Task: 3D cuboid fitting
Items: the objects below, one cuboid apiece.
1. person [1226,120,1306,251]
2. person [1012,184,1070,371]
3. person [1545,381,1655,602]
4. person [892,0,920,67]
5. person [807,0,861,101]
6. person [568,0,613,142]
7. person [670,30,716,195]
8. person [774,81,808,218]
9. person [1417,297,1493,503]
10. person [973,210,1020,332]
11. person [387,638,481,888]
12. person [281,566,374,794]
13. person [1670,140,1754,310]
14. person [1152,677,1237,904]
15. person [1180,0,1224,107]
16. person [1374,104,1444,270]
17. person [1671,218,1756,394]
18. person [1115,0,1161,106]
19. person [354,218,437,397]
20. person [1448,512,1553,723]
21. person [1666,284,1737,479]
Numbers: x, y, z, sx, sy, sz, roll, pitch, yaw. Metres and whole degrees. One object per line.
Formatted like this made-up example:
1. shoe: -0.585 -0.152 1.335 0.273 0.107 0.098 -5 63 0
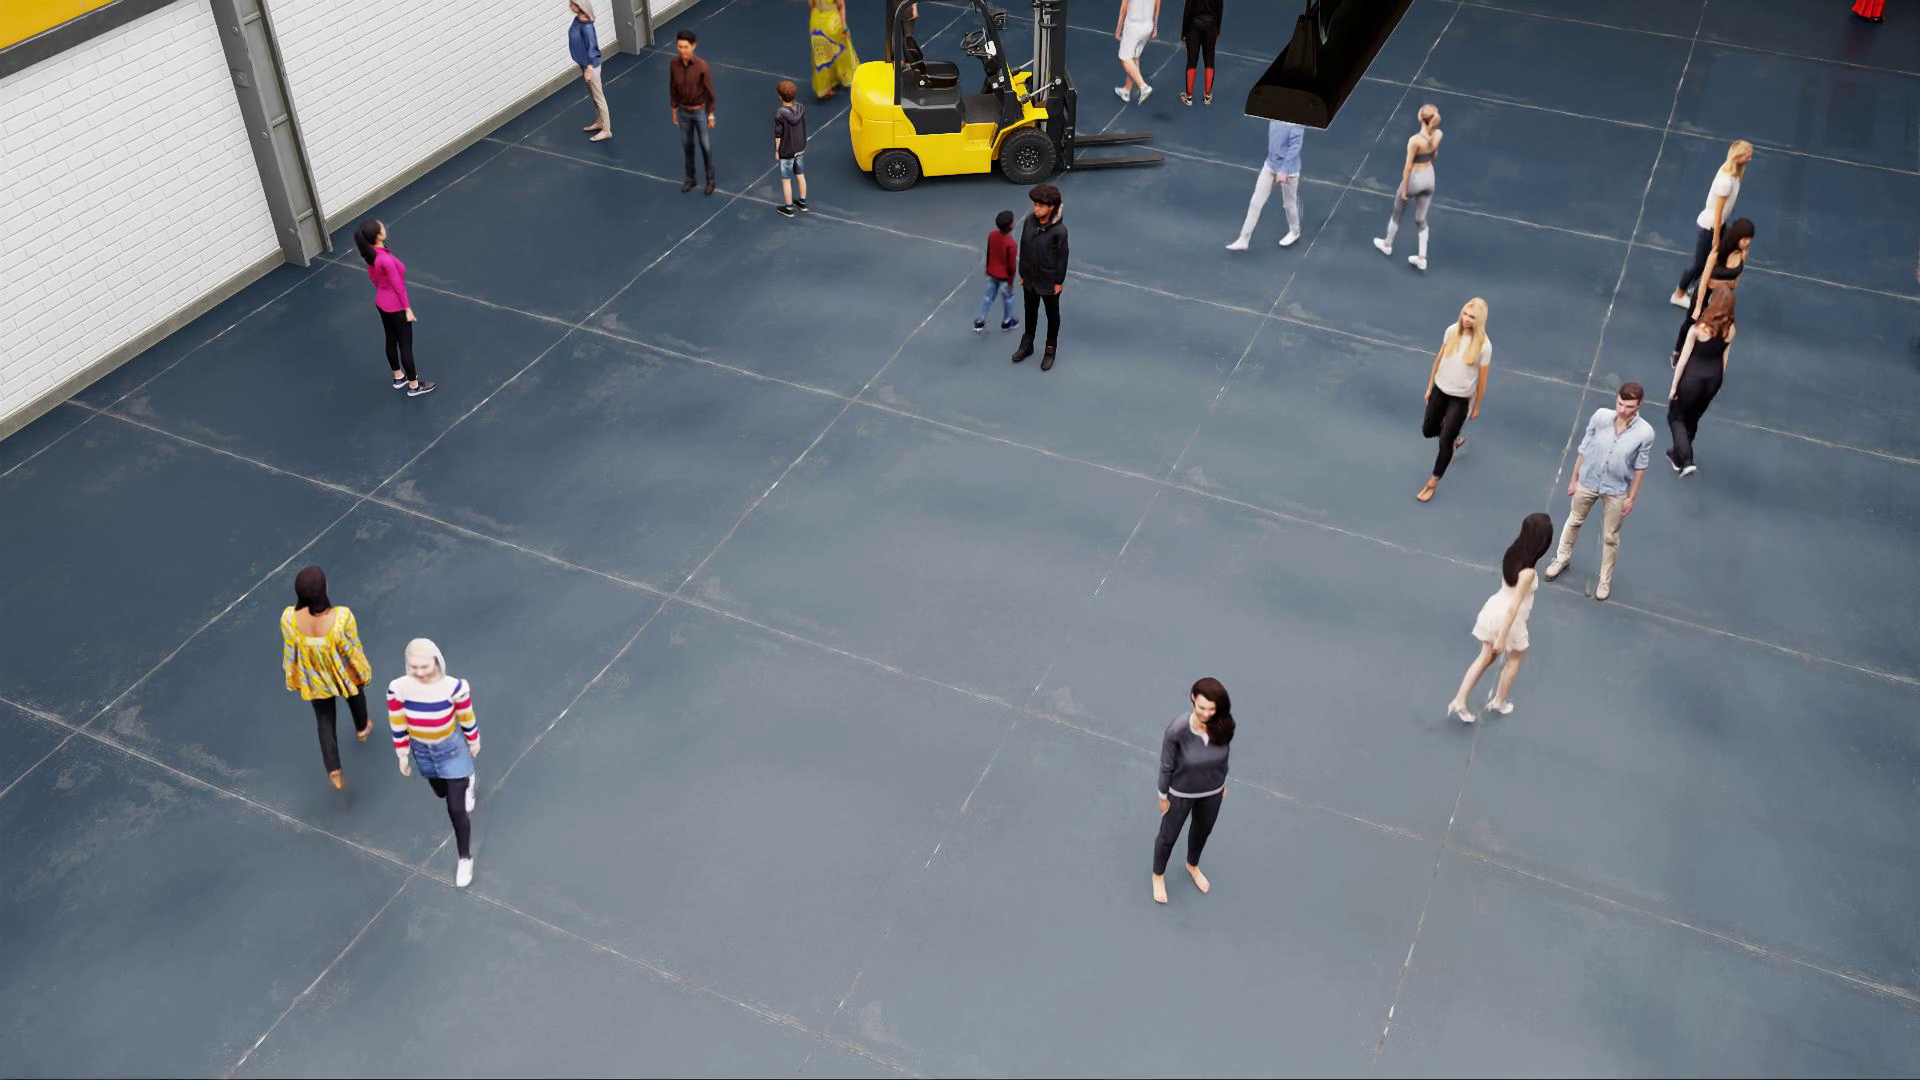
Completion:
1. person: 3.282 -3.748 16.620 1.232 1.839 1.027 -24 44 -27
2. person: 0.743 -2.394 14.972 0.645 1.779 0.613 21 43 24
3. person: 4.832 -0.416 12.447 0.719 1.840 0.629 23 44 26
4. person: -0.716 -6.500 20.168 0.668 1.712 0.623 26 46 29
5. person: -1.592 -5.977 19.588 0.883 1.629 1.167 11 40 13
6. person: -4.172 -5.365 18.762 0.757 1.703 0.708 -15 41 -18
7. person: -2.821 -4.559 17.683 0.693 1.780 0.603 9 39 11
8. person: -1.774 -4.094 17.368 0.560 1.447 0.663 -30 47 -32
9. person: 4.026 -1.187 13.433 0.801 1.814 0.999 32 48 33
10. person: 0.339 -2.469 15.500 0.632 1.237 0.784 27 46 29
11. person: -3.234 1.264 10.394 0.965 1.777 1.205 0 39 0
12. person: -4.151 0.932 10.936 1.066 1.619 1.167 -9 39 -11
13. person: 6.988 -2.975 15.688 0.704 1.793 0.545 17 42 21
14. person: 1.415 1.498 10.107 0.680 1.770 0.729 -11 40 -14
15. person: 2.832 -5.991 19.453 0.703 1.808 0.693 0 39 -1
16. person: 4.562 -3.473 16.399 0.921 1.685 0.979 -14 41 -16
17. person: 6.679 -2.190 14.852 0.854 1.610 1.053 0 39 0
18. person: 2.122 -5.929 19.369 1.070 1.816 1.092 -23 44 -26
19. person: -5.001 -2.059 14.628 0.649 1.696 0.659 29 47 32
20. person: 3.629 0.585 11.309 0.819 1.696 0.771 6 39 7
21. person: 6.047 -1.216 13.542 0.787 1.723 0.962 1 39 1
